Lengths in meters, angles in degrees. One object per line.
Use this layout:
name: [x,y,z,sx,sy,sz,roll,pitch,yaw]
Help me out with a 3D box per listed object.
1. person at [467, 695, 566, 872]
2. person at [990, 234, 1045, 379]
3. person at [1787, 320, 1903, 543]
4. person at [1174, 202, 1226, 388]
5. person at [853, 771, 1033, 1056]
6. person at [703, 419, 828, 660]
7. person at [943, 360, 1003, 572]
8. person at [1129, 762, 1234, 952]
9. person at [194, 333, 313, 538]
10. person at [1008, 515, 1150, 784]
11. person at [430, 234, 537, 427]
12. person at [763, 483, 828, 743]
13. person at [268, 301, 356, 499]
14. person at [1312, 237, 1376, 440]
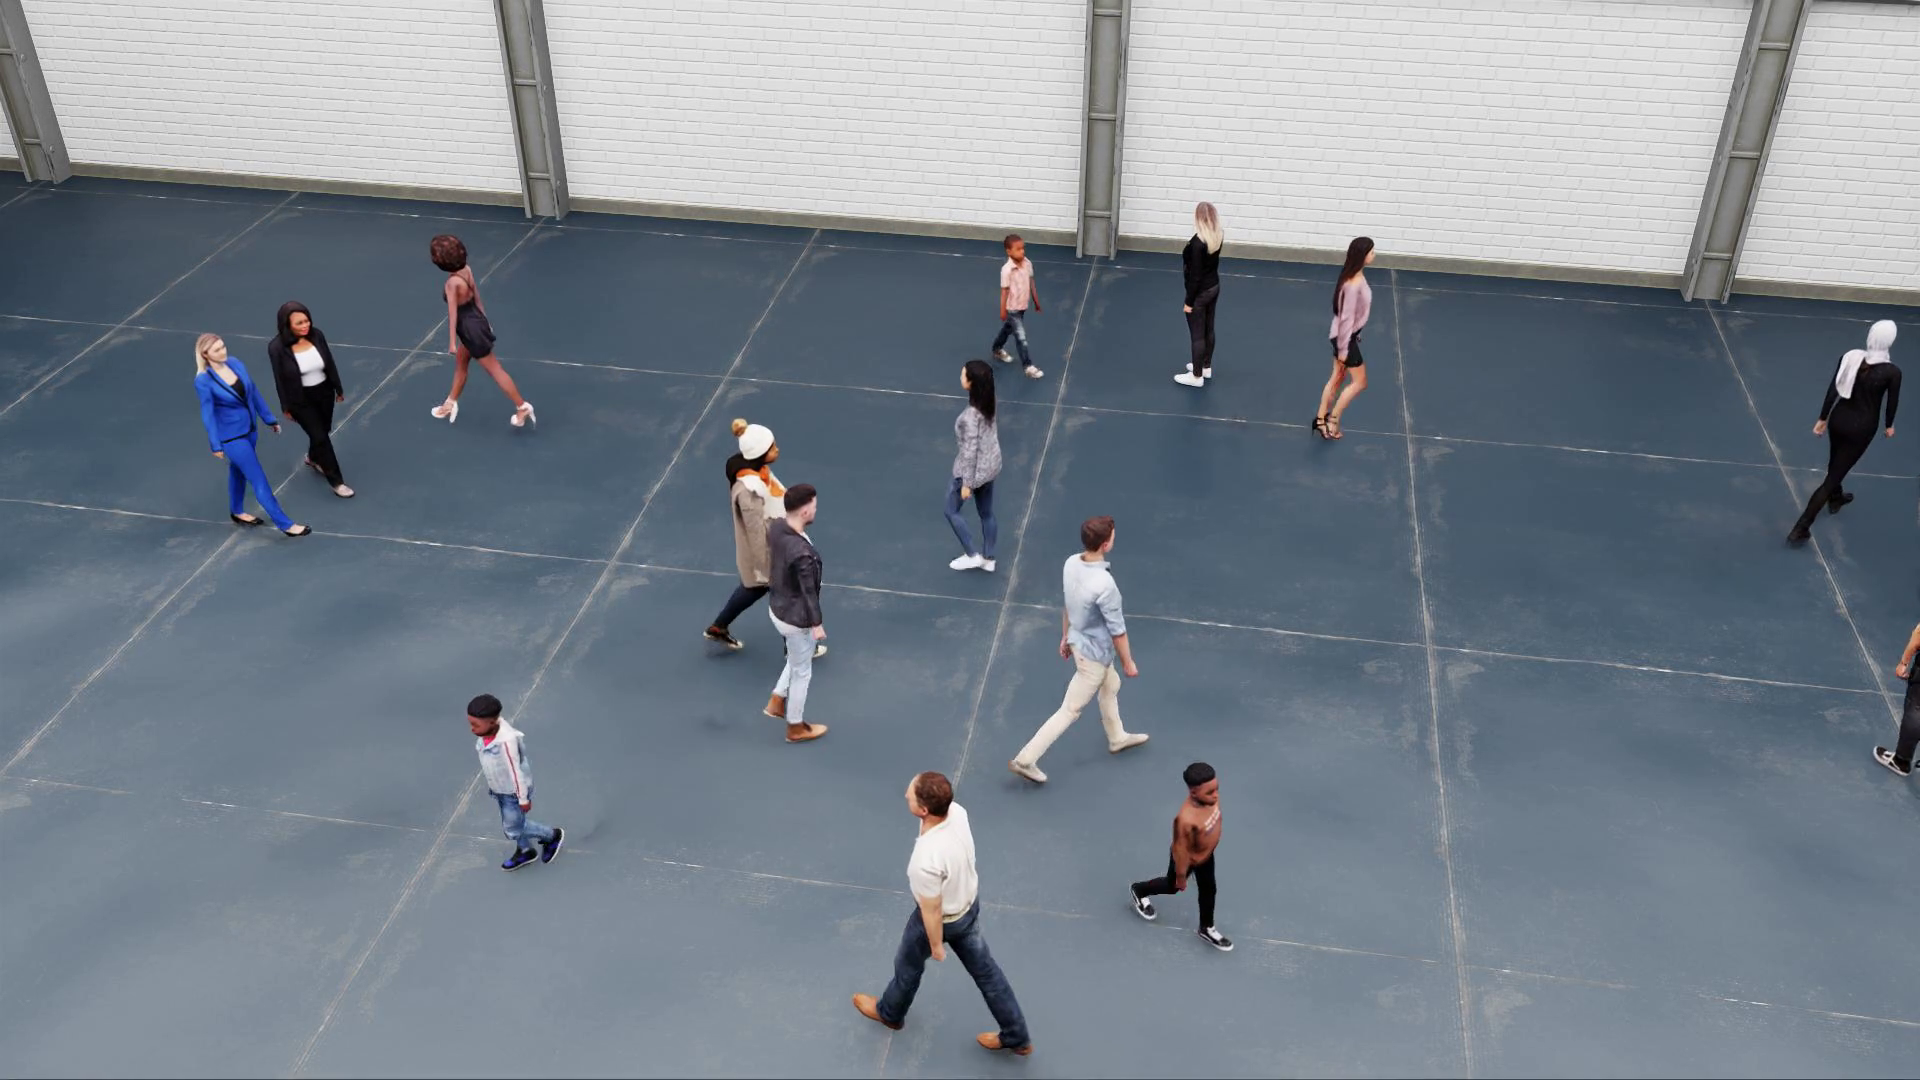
person: [-2.540,1.372,9.581,0.722,1.242,0.664,-27,42,-34]
person: [0.453,-2.116,14.795,0.963,1.280,0.789,26,41,33]
person: [6.549,-0.753,12.336,1.173,1.731,1.108,-21,39,-28]
person: [2.117,-2.132,14.453,0.684,1.686,0.685,22,39,29]
person: [0.028,1.900,8.277,1.310,1.807,0.930,16,37,22]
person: [-1.399,0.030,11.035,1.172,1.868,0.947,-7,34,-11]
person: [0.200,-0.486,11.940,0.703,1.725,0.718,16,37,23]
person: [1.212,1.685,9.116,0.968,1.235,0.792,25,41,33]
person: [-5.484,-0.788,12.444,1.043,1.670,0.686,8,34,11]
person: [0.699,0.706,10.067,1.318,1.813,1.069,-10,35,-15]
person: [-3.922,-1.656,13.701,1.156,1.724,0.667,2,34,2]
person: [-1.105,0.484,10.401,0.924,1.813,0.886,-14,36,-20]
person: [-5.135,-1.144,13.050,1.070,1.592,0.903,21,39,28]
person: [3.051,-1.618,13.581,0.637,1.793,0.661,9,35,13]
